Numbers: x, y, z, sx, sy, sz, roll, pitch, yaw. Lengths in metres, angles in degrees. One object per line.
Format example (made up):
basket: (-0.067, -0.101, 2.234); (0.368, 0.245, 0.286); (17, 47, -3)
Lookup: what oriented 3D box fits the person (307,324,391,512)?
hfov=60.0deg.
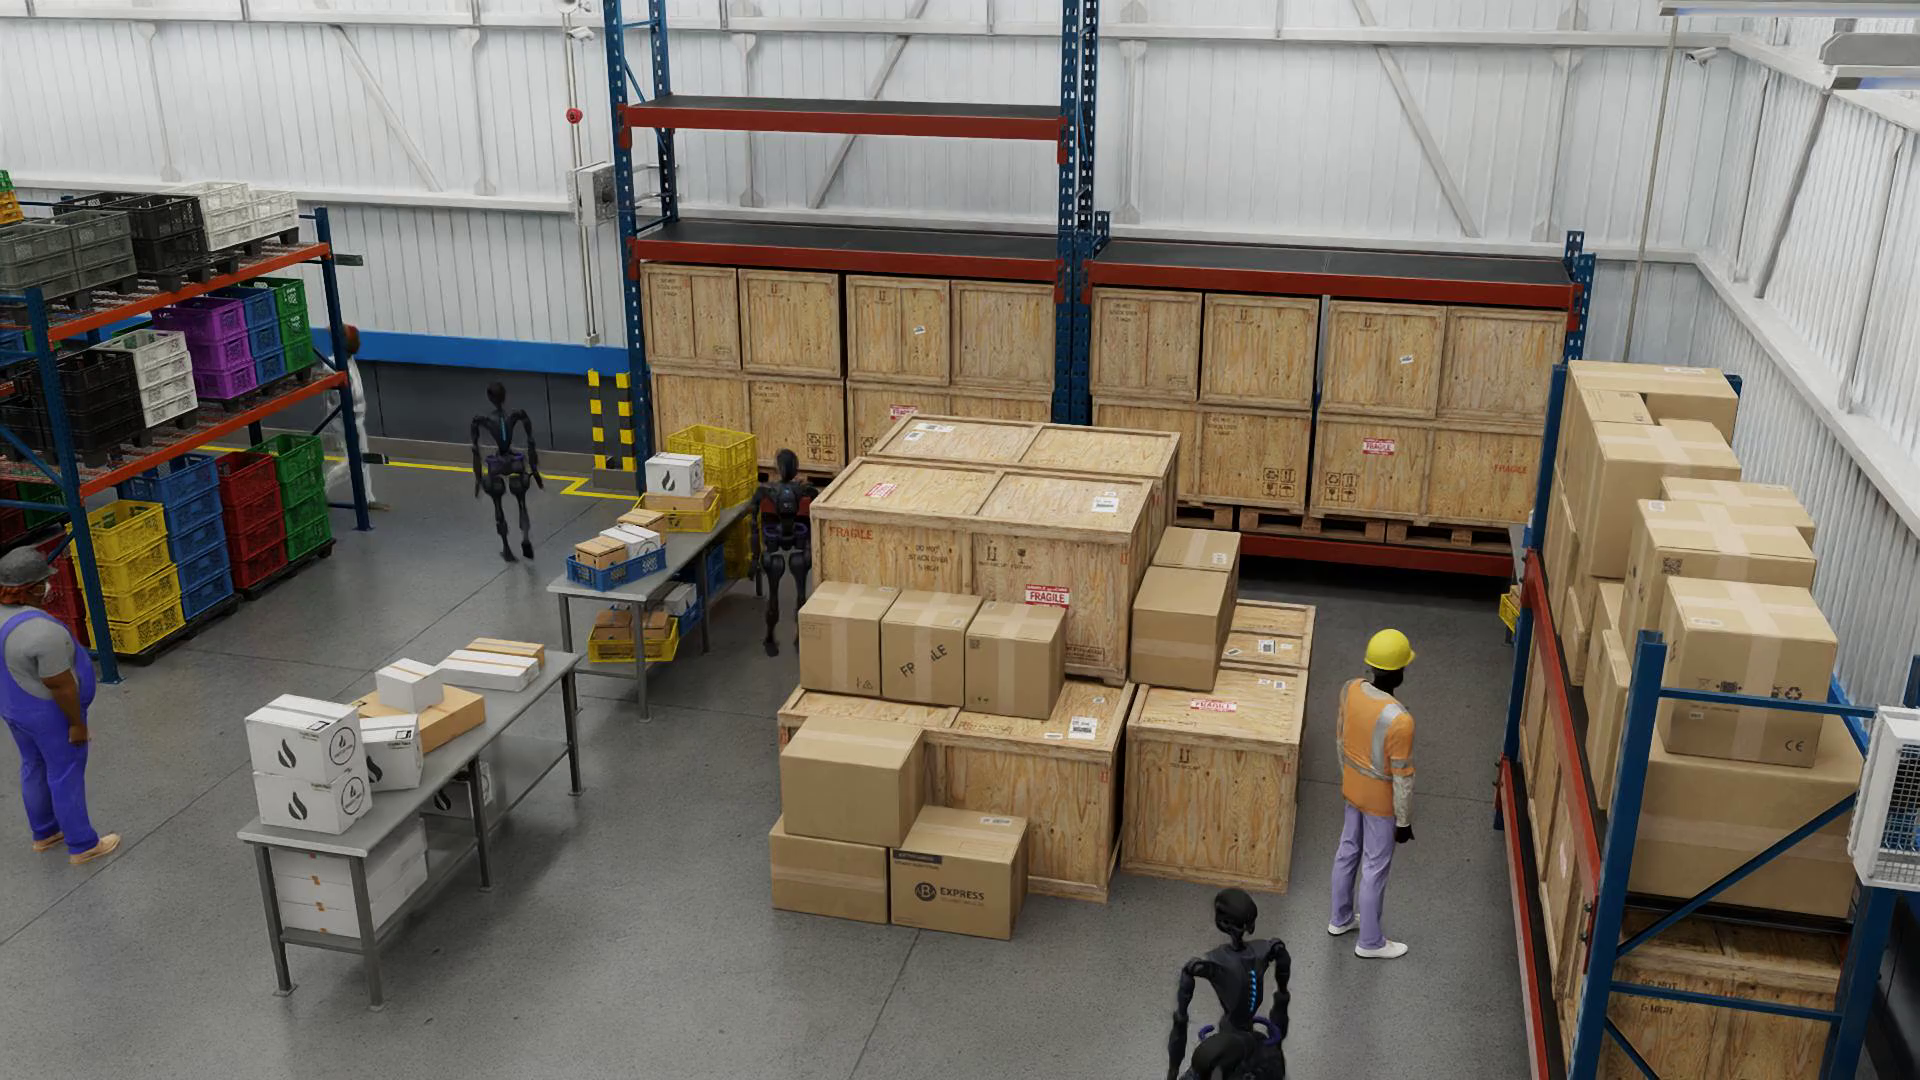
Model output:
person: (-5.862, -1.119, 15.736); (0.638, 1.868, 0.584); (-1, 21, -3)

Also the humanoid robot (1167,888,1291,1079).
humanoid robot: (1.174, 2.244, 7.199); (0.570, 1.647, 0.333); (-6, 22, -16)

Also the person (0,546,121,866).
person: (-5.466, 0.979, 10.007); (0.679, 2.000, 0.536); (11, 24, 27)

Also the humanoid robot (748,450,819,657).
humanoid robot: (-1.339, 0.112, 12.795); (0.604, 1.653, 0.367); (-6, 22, -16)

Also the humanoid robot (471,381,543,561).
humanoid robot: (-3.976, -0.582, 14.605); (0.597, 1.647, 0.439); (-9, 23, -21)

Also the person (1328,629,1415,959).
person: (2.272, 1.384, 9.099); (0.355, 1.930, 0.586); (-9, 23, -22)

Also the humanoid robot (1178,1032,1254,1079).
humanoid robot: (1.009, 2.580, 6.352); (0.589, 1.629, 0.544); (-10, 23, -23)
